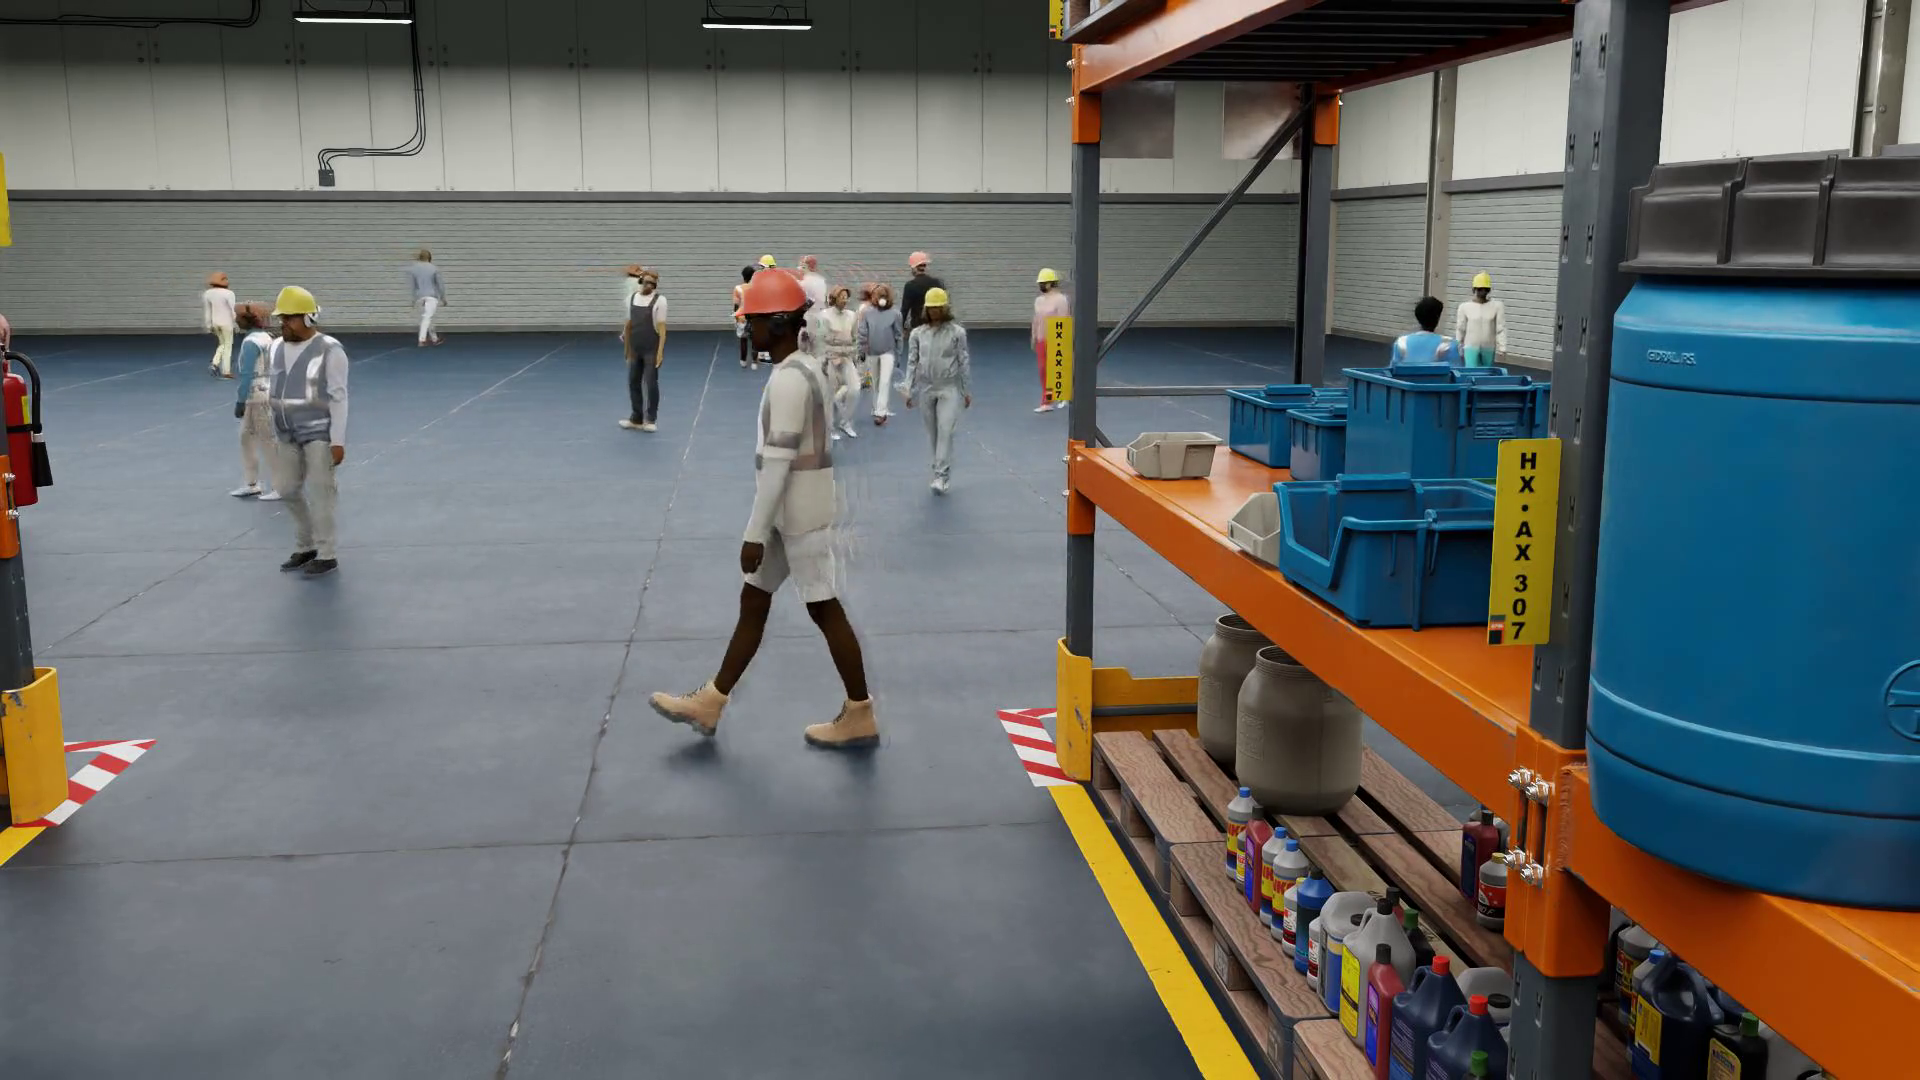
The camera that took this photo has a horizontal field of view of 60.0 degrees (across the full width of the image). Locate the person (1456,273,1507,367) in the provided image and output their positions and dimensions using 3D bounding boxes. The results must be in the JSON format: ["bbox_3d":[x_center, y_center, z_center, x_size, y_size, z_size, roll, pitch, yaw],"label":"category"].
[{"bbox_3d":[5.961,-2.193,19.074,0.536,1.723,0.915,1,10,8],"label":"person"}]

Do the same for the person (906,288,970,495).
[{"bbox_3d":[-0.210,-1.214,13.720,0.508,1.699,0.879,3,11,15],"label":"person"}]

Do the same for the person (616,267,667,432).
[{"bbox_3d":[-3.489,-2.072,18.201,0.687,1.812,0.324,5,11,24],"label":"person"}]

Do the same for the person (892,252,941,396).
[{"bbox_3d":[-0.516,-2.824,21.963,1.107,1.924,0.632,10,14,42],"label":"person"}]

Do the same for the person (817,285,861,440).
[{"bbox_3d":[-1.281,-1.848,17.460,0.533,1.627,0.395,-7,13,-35],"label":"person"}]

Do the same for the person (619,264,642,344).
[{"bbox_3d":[-6.251,-4.466,31.816,0.416,1.624,0.511,-8,13,-36],"label":"person"}]

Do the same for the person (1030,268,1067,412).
[{"bbox_3d":[1.074,-2.418,20.226,0.377,1.753,0.539,-9,14,-42],"label":"person"}]

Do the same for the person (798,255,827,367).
[{"bbox_3d":[-2.013,-2.805,21.966,0.449,1.887,0.669,4,11,19],"label":"person"}]

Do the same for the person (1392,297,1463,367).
[{"bbox_3d":[3.674,-1.057,13.013,0.547,1.661,0.830,8,13,37],"label":"person"}]

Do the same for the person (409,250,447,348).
[{"bbox_3d":[-10.343,-4.681,32.283,0.631,1.893,1.039,2,11,13],"label":"person"}]

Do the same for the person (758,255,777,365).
[{"bbox_3d":[-3.226,-3.856,27.889,0.404,1.828,0.602,-6,12,-29],"label":"person"}]

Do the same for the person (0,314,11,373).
[{"bbox_3d":[-7.244,-1.019,12.131,0.406,1.907,0.663,4,11,22],"label":"person"}]

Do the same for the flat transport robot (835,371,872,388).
[{"bbox_3d":[-1.785,-2.258,23.401,0.652,0.197,1.431,6,12,30],"label":"flat transport robot"}]

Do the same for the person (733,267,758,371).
[{"bbox_3d":[-3.367,-3.539,26.625,0.550,1.641,0.910,-2,11,-12],"label":"person"}]

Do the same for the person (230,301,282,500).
[{"bbox_3d":[-5.745,-1.111,13.440,0.637,1.615,0.526,-2,11,-13],"label":"person"}]

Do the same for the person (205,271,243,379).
[{"bbox_3d":[-11.056,-3.227,25.013,0.508,1.620,0.348,4,11,20],"label":"person"}]

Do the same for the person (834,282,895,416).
[{"bbox_3d":[-1.164,-2.253,19.700,0.701,1.608,0.539,1,10,8],"label":"person"}]

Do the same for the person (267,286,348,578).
[{"bbox_3d":[-4.119,-0.682,10.496,0.598,1.833,0.403,4,11,20],"label":"person"}]

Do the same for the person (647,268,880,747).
[{"bbox_3d":[-0.806,-0.103,6.858,1.016,1.991,0.638,-1,10,-4],"label":"person"}]

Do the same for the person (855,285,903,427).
[{"bbox_3d":[-0.911,-2.067,18.747,0.507,1.582,0.890,2,11,12],"label":"person"}]
